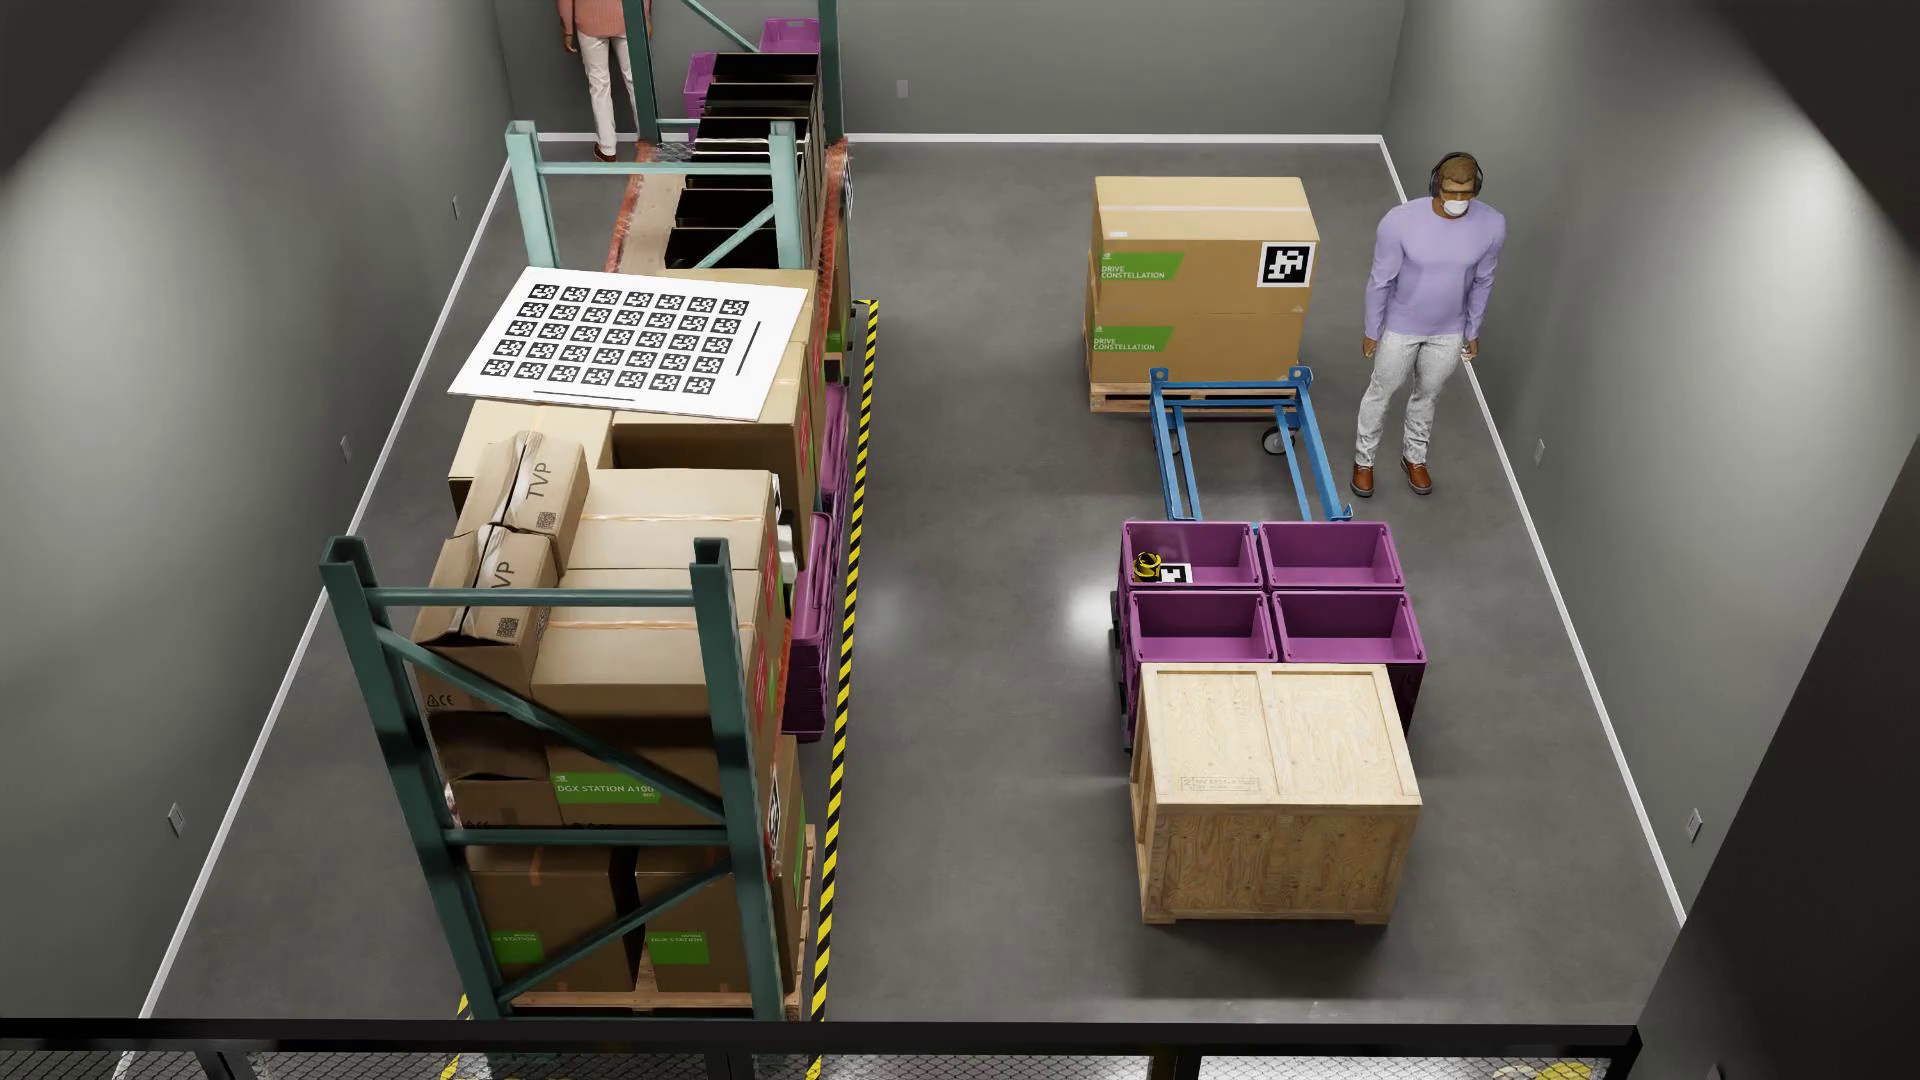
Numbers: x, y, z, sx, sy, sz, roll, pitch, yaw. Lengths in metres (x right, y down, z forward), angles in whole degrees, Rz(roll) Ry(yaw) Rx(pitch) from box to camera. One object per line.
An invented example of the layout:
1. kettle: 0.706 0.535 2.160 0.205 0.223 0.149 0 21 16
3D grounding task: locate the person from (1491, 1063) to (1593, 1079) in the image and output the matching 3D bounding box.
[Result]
1. person: 1.600 2.070 4.831 0.404 1.833 0.590 5 41 5

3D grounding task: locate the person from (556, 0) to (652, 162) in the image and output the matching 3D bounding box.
1. person: -2.339 -3.432 10.985 0.625 1.992 0.386 -16 44 -18

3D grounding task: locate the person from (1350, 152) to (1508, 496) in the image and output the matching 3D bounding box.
1. person: 2.320 -1.063 8.326 0.630 1.940 0.372 -2 41 -2
